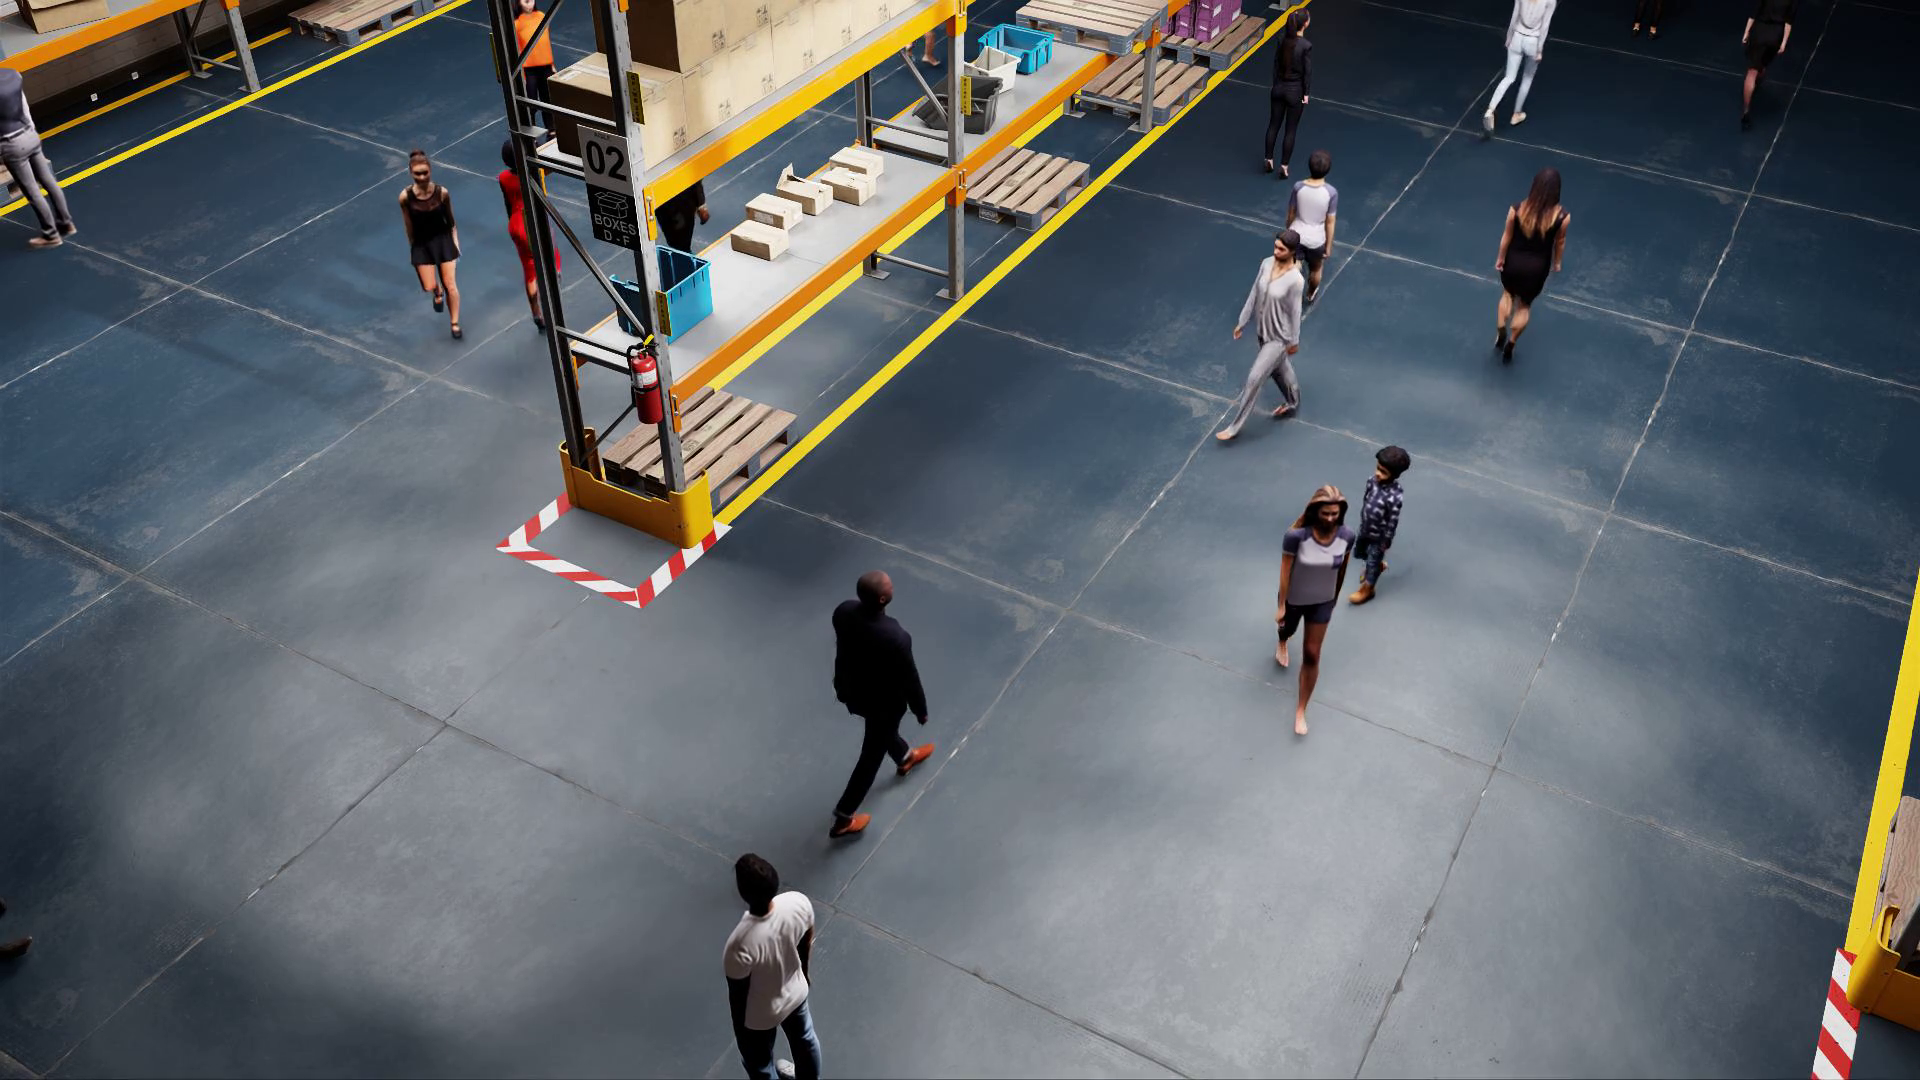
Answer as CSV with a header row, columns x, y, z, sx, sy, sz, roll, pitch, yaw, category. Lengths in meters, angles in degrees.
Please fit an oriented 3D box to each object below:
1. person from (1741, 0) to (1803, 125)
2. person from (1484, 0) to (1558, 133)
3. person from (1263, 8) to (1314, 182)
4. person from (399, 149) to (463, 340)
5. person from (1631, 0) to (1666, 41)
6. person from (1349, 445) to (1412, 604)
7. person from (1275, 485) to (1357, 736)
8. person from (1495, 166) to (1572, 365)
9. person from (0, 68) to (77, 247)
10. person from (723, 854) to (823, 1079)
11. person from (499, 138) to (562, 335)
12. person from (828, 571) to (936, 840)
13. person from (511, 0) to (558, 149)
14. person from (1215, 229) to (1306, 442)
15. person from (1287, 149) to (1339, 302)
x,y,z,sx,sy,sz,roll,pitch,yaw,category
8.370,-5.143,17.301,0.728,1.663,1.129,12,40,15,person
5.756,-5.032,17.073,0.793,1.775,1.141,32,48,33,person
3.220,-4.372,16.298,0.618,1.710,0.568,31,48,33,person
-4.435,-2.517,14.014,0.802,1.662,0.863,-9,40,-11,person
8.075,-6.537,19.197,0.590,1.476,0.530,24,44,27,person
2.890,-0.116,11.344,0.696,1.243,0.625,-20,43,-23,person
2.158,0.312,10.448,0.888,1.692,1.170,4,39,5,person
4.613,-2.185,13.565,0.690,1.704,0.666,15,41,18,person
-8.588,-3.631,15.192,0.777,1.933,0.613,7,39,9,person
-0.899,2.180,7.972,0.783,1.862,0.594,31,48,33,person
-3.627,-2.500,13.938,0.686,1.730,0.734,8,39,10,person
-0.546,0.970,9.559,1.279,1.772,0.936,-32,48,-34,person
-4.269,-4.700,16.677,0.712,1.750,0.545,28,46,30,person
2.478,-1.612,12.835,1.188,1.719,0.985,-18,42,-22,person
2.946,-2.530,14.142,0.679,1.522,1.043,14,41,16,person
